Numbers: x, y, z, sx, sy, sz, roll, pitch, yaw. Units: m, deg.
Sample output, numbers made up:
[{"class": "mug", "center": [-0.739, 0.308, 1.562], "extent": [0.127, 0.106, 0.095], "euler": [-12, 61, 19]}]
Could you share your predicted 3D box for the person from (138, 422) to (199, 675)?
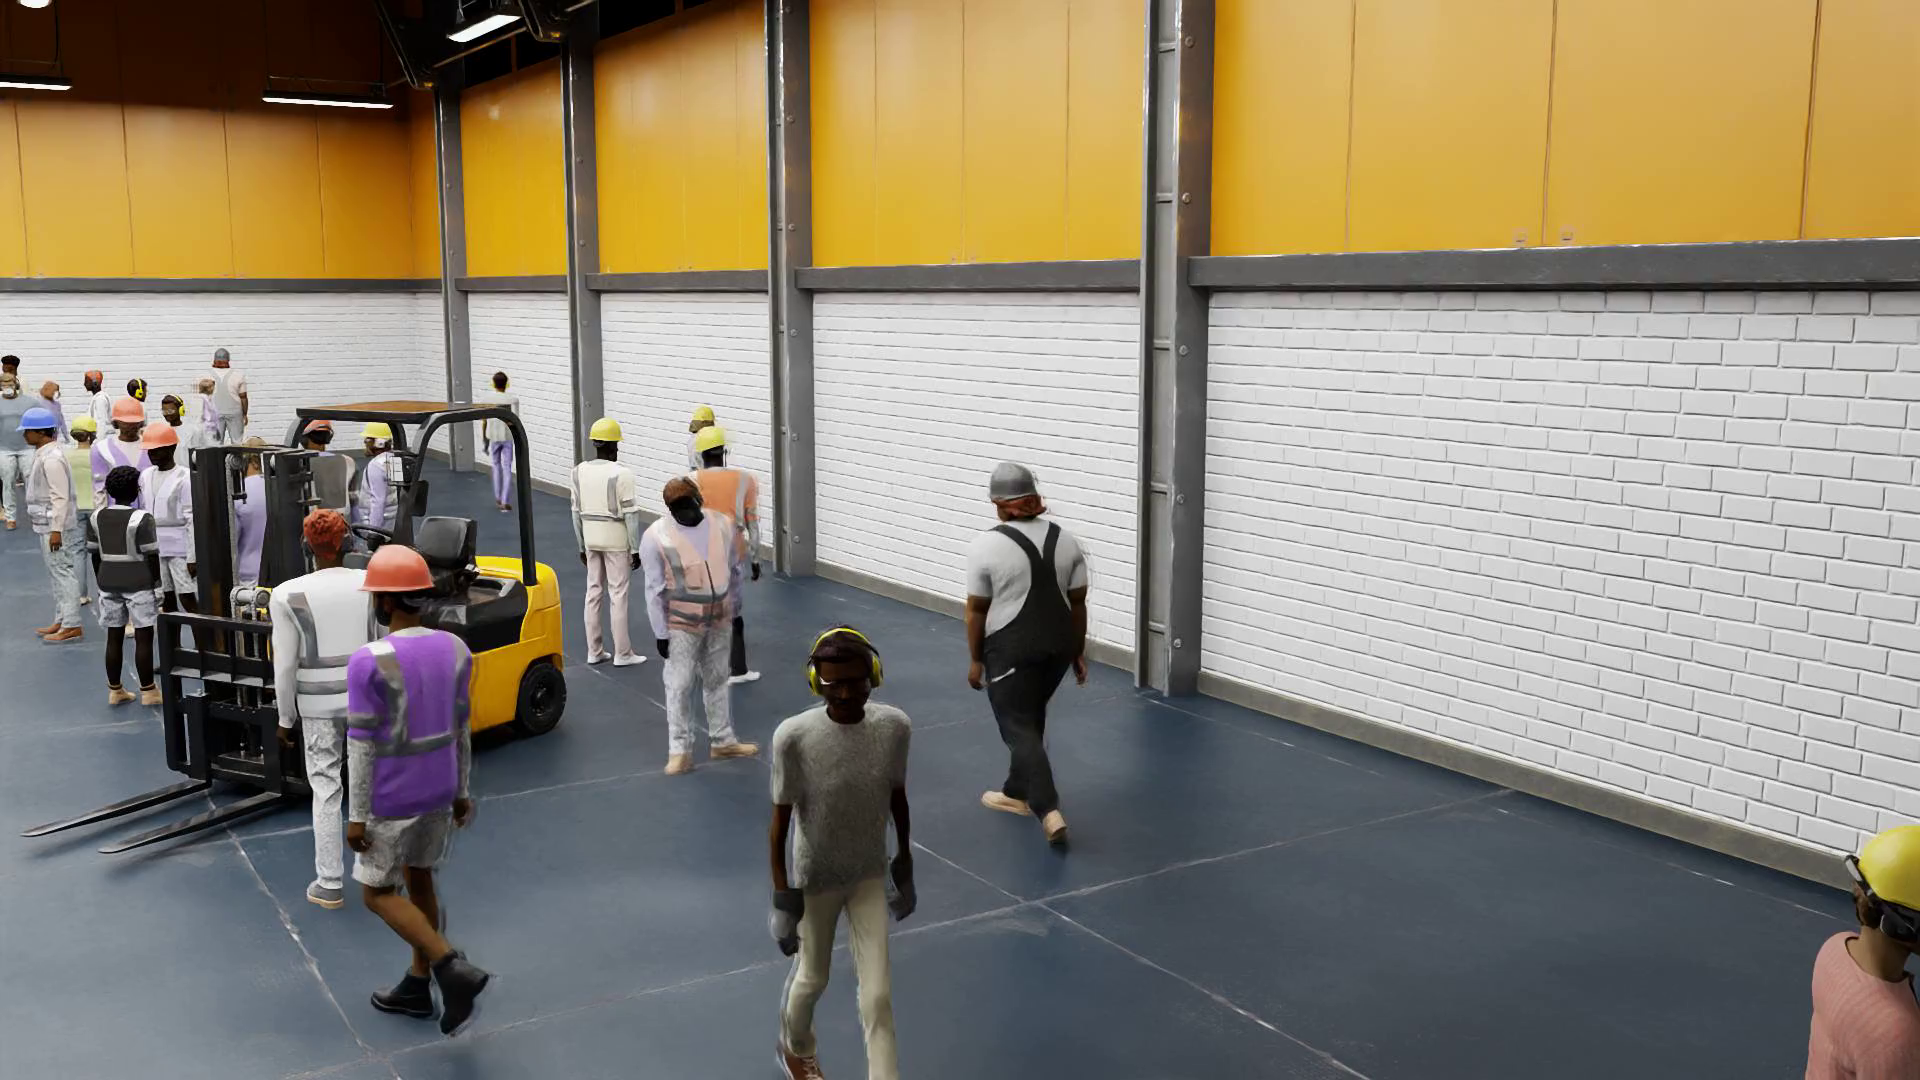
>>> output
[{"class": "person", "center": [-5.937, 0.075, 12.496], "extent": [0.540, 1.930, 0.384], "euler": [4, 9, 25]}]

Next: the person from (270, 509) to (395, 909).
[{"class": "person", "center": [-2.918, 0.787, 7.825], "extent": [0.573, 1.884, 0.359], "euler": [-6, 10, -33]}]

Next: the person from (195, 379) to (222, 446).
[{"class": "person", "center": [-11.012, -1.559, 24.514], "extent": [0.626, 1.617, 0.550], "euler": [-1, 8, -6]}]

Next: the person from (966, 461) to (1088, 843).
[{"class": "person", "center": [0.386, 0.558, 8.842], "extent": [0.685, 2.000, 0.903], "euler": [-6, 10, -34]}]

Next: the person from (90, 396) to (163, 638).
[{"class": "person", "center": [-6.905, -0.190, 13.933], "extent": [0.611, 2.032, 0.411], "euler": [-7, 11, -39]}]

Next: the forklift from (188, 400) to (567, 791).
[{"class": "forklift", "center": [-3.529, 0.258, 10.348], "extent": [1.214, 2.155, 2.313], "euler": [4, 9, 25]}]

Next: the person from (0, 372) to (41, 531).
[{"class": "person", "center": [-11.498, -1.074, 20.235], "extent": [0.635, 1.929, 0.382], "euler": [-5, 10, -31]}]

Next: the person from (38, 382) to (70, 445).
[{"class": "person", "center": [-13.190, -1.507, 24.251], "extent": [0.864, 1.580, 0.510], "euler": [1, 8, 7]}]

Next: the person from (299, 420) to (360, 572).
[{"class": "person", "center": [-4.783, 0.027, 12.467], "extent": [0.420, 2.033, 0.610], "euler": [7, 11, 38]}]

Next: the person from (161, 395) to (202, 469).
[{"class": "person", "center": [-7.950, -0.556, 16.972], "extent": [0.512, 1.861, 0.325], "euler": [1, 8, 4]}]

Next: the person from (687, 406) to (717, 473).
[{"class": "person", "center": [-2.618, -0.501, 17.023], "extent": [0.321, 1.737, 0.487], "euler": [-5, 10, -30]}]

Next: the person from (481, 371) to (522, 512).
[{"class": "person", "center": [-6.073, -1.321, 22.185], "extent": [0.496, 1.844, 0.822], "euler": [0, 8, -1]}]

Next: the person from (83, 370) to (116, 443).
[{"class": "person", "center": [-11.328, -1.304, 21.959], "extent": [0.344, 1.875, 0.577], "euler": [-4, 10, -27]}]

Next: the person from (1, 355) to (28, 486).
[{"class": "person", "center": [-14.169, -1.798, 24.971], "extent": [0.361, 1.965, 0.612], "euler": [-2, 9, -15]}]

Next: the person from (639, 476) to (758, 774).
[{"class": "person", "center": [-1.540, 0.500, 10.061], "extent": [0.764, 1.810, 0.434], "euler": [-7, 11, -37]}]

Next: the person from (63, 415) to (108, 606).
[{"class": "person", "center": [-8.021, -0.271, 15.345], "extent": [0.524, 1.771, 0.312], "euler": [0, 8, -3]}]

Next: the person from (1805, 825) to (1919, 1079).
[{"class": "person", "center": [2.009, 1.470, 3.674], "extent": [0.339, 1.756, 0.532], "euler": [2, 9, 14]}]

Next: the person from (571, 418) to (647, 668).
[{"class": "person", "center": [-2.715, 0.023, 12.831], "extent": [0.587, 1.928, 0.363], "euler": [4, 9, 24]}]

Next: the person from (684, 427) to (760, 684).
[{"class": "person", "center": [-1.825, 0.112, 12.369], "extent": [0.676, 1.893, 0.610], "euler": [-2, 9, -16]}]

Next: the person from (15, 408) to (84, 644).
[{"class": "person", "center": [-7.505, -0.121, 13.731], "extent": [0.405, 1.945, 0.615], "euler": [-6, 10, -34]}]

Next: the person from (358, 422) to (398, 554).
[{"class": "person", "center": [-4.916, -0.132, 14.194], "extent": [0.404, 1.833, 0.592], "euler": [0, 8, 2]}]

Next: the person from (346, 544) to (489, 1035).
[{"class": "person", "center": [-2.082, 0.976, 6.440], "extent": [0.633, 1.920, 0.550], "euler": [5, 10, 30]}]

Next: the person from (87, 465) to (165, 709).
[{"class": "person", "center": [-5.766, 0.328, 11.547], "extent": [0.541, 1.695, 0.316], "euler": [2, 9, 12]}]

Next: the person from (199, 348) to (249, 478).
[{"class": "person", "center": [-11.432, -1.971, 25.885], "extent": [0.688, 2.000, 0.539], "euler": [-3, 9, -19]}]

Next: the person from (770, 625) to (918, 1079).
[{"class": "person", "center": [-0.385, 1.157, 5.620], "extent": [0.571, 1.816, 1.004], "euler": [-3, 9, -19]}]
